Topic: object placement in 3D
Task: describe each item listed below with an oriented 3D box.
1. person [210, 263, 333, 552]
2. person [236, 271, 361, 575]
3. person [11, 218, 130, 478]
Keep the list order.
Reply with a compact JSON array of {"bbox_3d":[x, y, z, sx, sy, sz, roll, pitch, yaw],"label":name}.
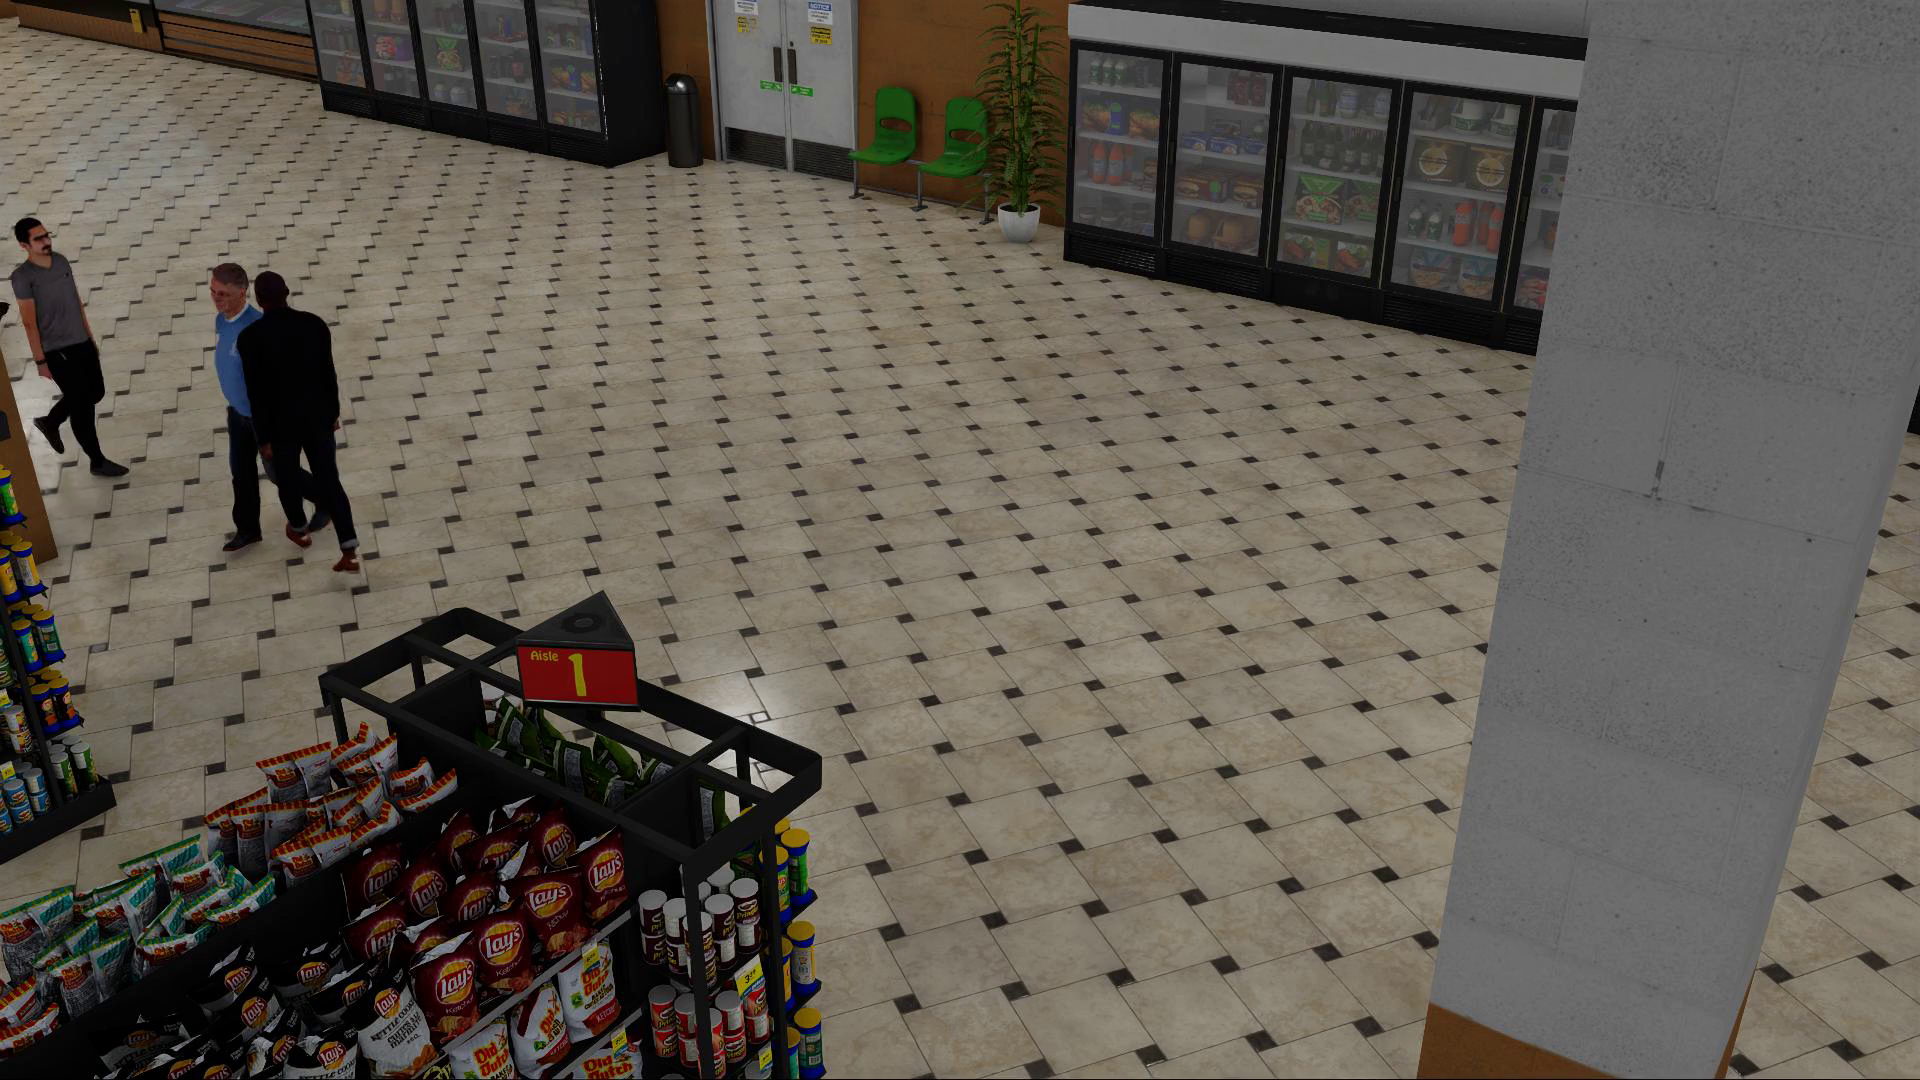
[{"bbox_3d":[-4.123,-0.806,9.935,0.713,1.788,0.975,21,34,35],"label":"person"},{"bbox_3d":[-3.763,-0.608,9.566,1.227,1.769,1.009,-19,33,-33],"label":"person"},{"bbox_3d":[-5.922,-1.258,10.888,0.934,1.733,1.007,5,27,9],"label":"person"}]
